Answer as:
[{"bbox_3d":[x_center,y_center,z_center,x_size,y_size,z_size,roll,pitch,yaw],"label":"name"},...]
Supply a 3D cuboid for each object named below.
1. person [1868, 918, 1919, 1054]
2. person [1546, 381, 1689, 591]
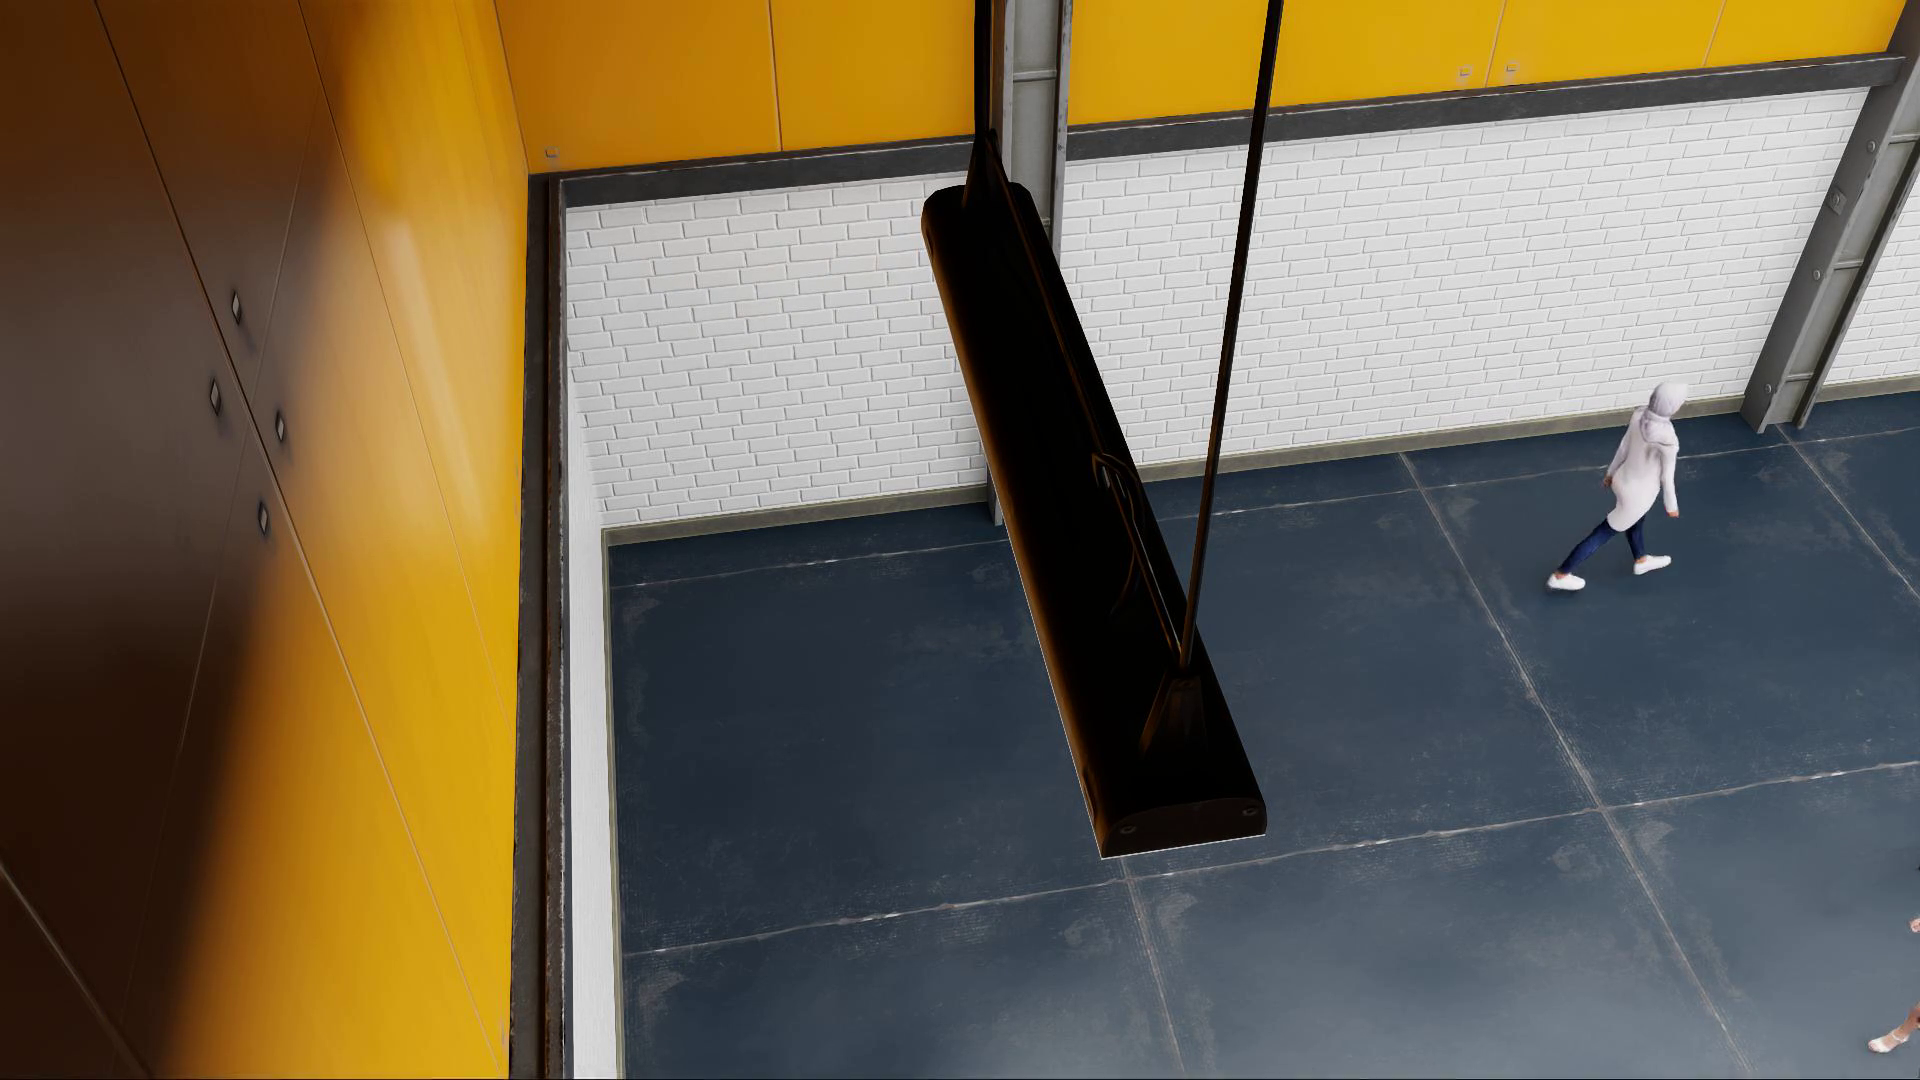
[{"bbox_3d":[5.250,2.062,8.570,0.827,1.716,0.581,-9,44,-10],"label":"person"},{"bbox_3d":[4.376,-0.291,11.032,1.152,1.727,0.683,-3,44,-4],"label":"person"}]
